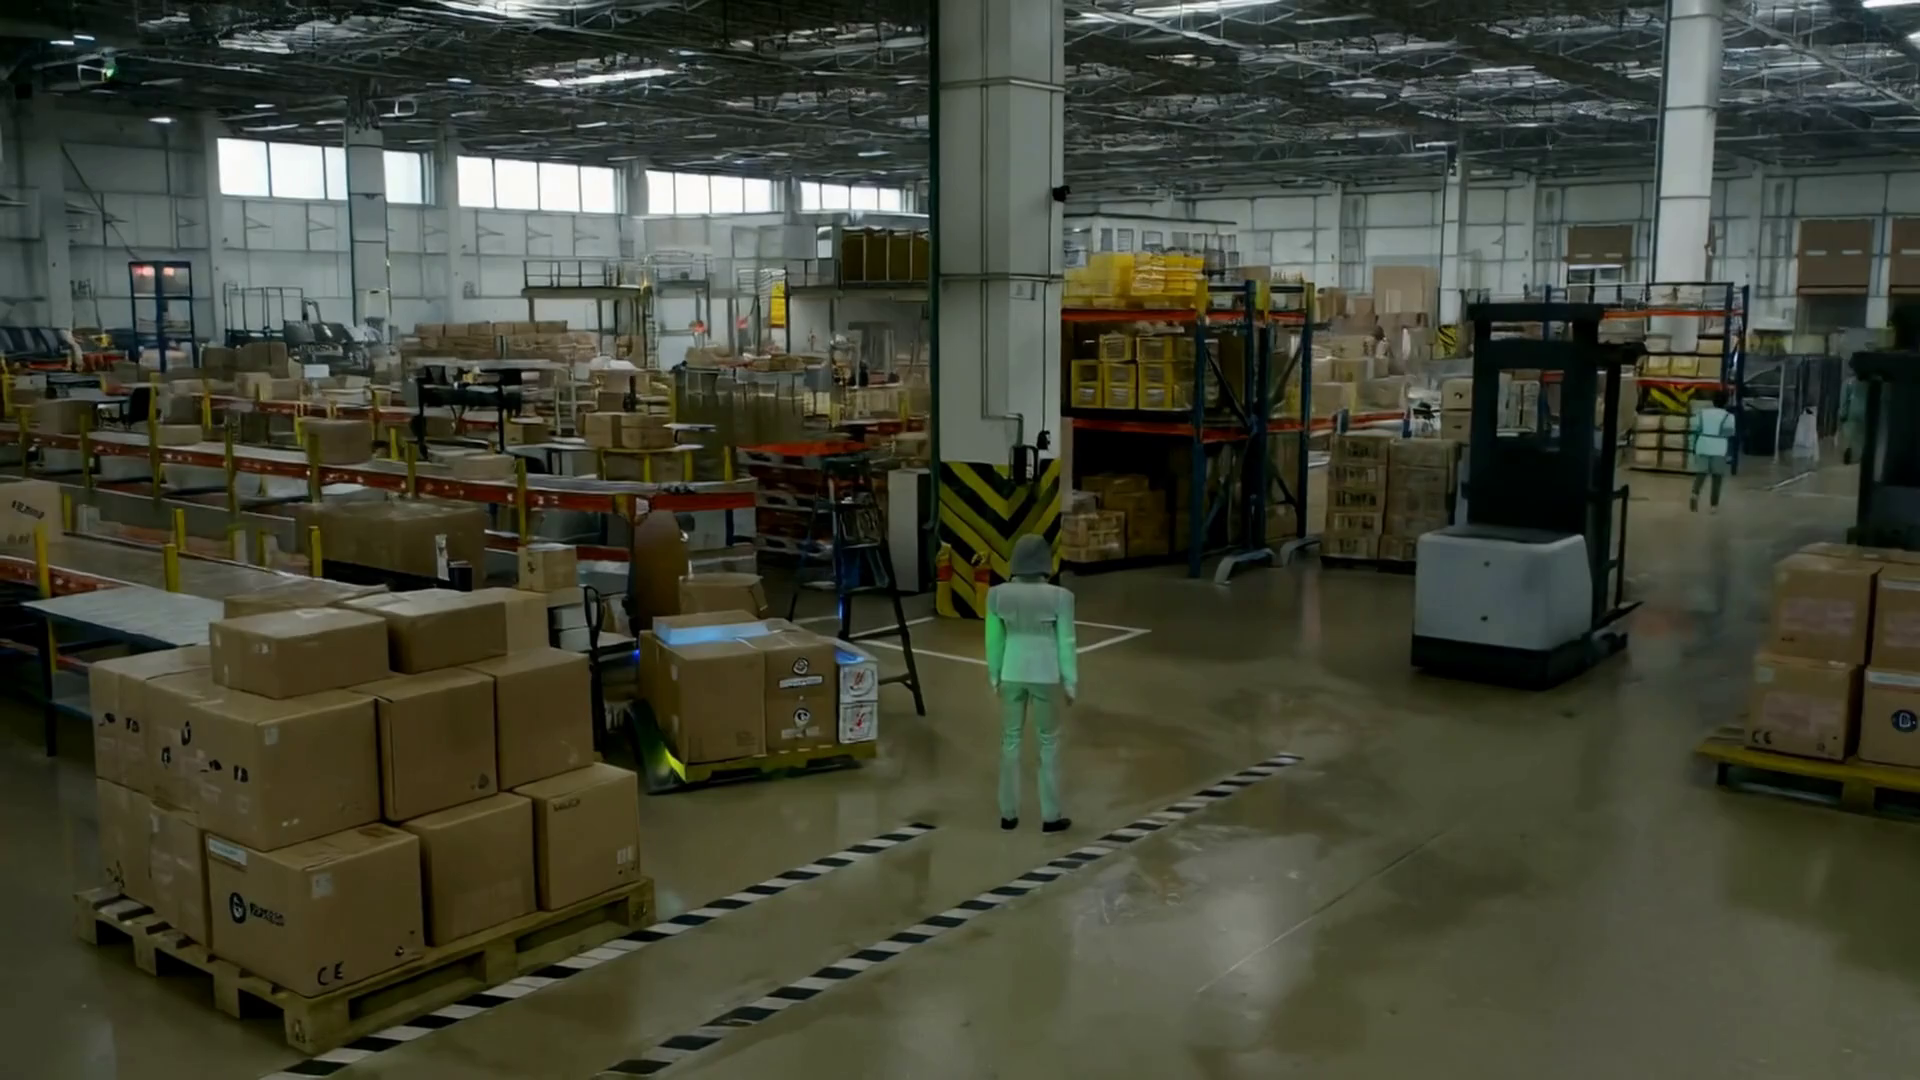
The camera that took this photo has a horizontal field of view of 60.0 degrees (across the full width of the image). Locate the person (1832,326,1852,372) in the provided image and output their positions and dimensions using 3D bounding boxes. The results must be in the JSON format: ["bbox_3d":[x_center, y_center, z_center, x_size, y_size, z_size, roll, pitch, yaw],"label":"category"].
[{"bbox_3d":[32.386,-6.999,61.030,0.878,1.701,0.488,4,9,24],"label":"person"}]

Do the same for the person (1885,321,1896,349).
[{"bbox_3d":[33.208,-6.864,59.417,0.406,1.918,0.587,0,8,3],"label":"person"}]

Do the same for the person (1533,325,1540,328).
[{"bbox_3d":[19.777,-6.523,57.446,0.814,1.823,0.621,0,8,-1],"label":"person"}]

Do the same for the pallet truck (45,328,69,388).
[{"bbox_3d":[-23.775,-4.544,43.495,1.885,1.965,0.823,6,10,35],"label":"pallet truck"}]

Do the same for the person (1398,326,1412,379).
[{"bbox_3d":[14.436,-6.009,53.865,0.431,1.851,0.550,-3,9,-18],"label":"person"}]

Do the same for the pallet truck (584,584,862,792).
[{"bbox_3d":[-1.426,0.805,10.019,1.601,1.201,0.680,-4,9,-26],"label":"pallet truck"}]

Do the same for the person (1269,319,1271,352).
[{"bbox_3d":[14.795,-9.992,80.275,0.480,1.973,0.630,0,8,-2],"label":"person"}]

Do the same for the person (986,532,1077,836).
[{"bbox_3d":[0.384,0.769,8.896,0.500,1.633,0.279,3,9,18],"label":"person"}]

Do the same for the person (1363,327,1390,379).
[{"bbox_3d":[10.904,-4.549,43.383,0.688,2.000,0.536,6,10,35],"label":"person"}]

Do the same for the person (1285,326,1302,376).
[{"bbox_3d":[9.949,-5.511,50.063,1.059,1.970,0.602,-1,9,-8],"label":"person"}]

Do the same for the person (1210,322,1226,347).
[{"bbox_3d":[9.838,-7.412,63.422,0.624,1.828,0.432,3,9,18],"label":"person"}]

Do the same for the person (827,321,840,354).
[{"bbox_3d":[-4.778,-7.396,63.180,0.577,1.866,0.579,-7,11,-39],"label":"person"}]

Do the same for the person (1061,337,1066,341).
[{"bbox_3d":[2.506,-4.139,41.359,0.541,1.817,0.978,6,10,33],"label":"person"}]

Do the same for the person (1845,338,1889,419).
[{"bbox_3d":[20.898,-3.699,38.190,1.015,1.882,0.569,3,9,21],"label":"person"}]

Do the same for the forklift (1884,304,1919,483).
[{"bbox_3d":[6.673,-0.181,11.117,1.129,2.768,1.873,6,11,37],"label":"forklift"}]

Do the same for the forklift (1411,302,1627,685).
[{"bbox_3d":[4.379,-0.438,12.852,1.129,2.768,1.873,7,11,37],"label":"forklift"}]

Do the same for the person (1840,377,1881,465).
[{"bbox_3d":[15.136,-2.147,28.008,0.600,1.803,0.873,7,11,38],"label":"person"}]

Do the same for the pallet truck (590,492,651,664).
[{"bbox_3d":[-3.115,0.344,12.883,0.653,1.274,1.630,7,11,37],"label":"pallet truck"}]

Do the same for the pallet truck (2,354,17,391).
[{"bbox_3d":[-24.881,-4.417,42.634,1.885,1.965,0.823,8,11,41],"label":"pallet truck"}]

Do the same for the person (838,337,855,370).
[{"bbox_3d":[-2.944,-4.398,43.287,0.522,1.769,0.311,3,9,20],"label":"person"}]

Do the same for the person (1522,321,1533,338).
[{"bbox_3d":[26.572,-9.592,77.765,0.579,1.922,0.408,-3,9,-18],"label":"person"}]

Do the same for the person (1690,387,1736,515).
[{"bbox_3d":[9.795,-1.152,21.665,0.557,1.682,0.459,8,11,42],"label":"person"}]
